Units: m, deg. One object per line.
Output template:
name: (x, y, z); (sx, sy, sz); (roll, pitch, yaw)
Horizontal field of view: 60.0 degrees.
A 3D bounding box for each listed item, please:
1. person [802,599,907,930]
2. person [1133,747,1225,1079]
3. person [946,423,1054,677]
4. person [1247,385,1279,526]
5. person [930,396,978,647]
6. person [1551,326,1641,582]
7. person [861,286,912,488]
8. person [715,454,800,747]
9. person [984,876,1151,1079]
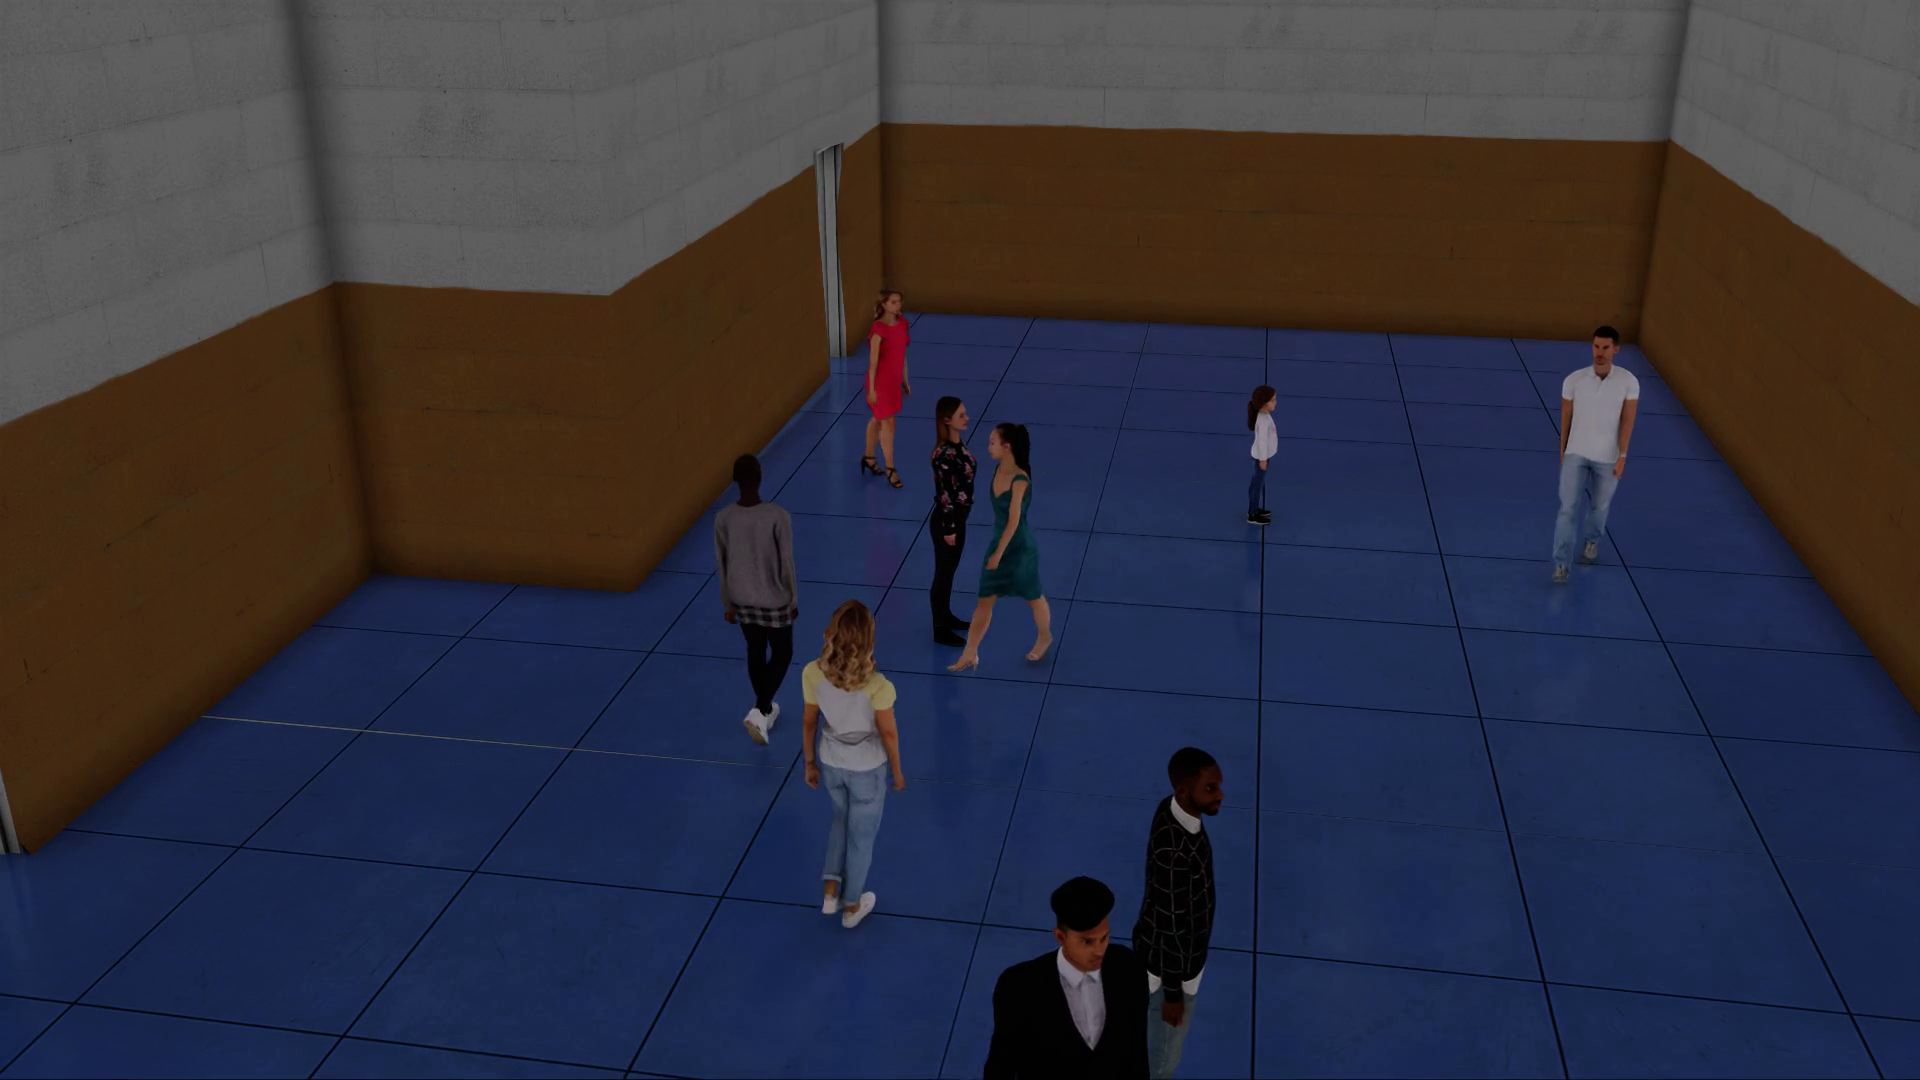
person: (-0.533, 1.117, 7.805); (0.662, 1.714, 0.767); (9, 24, 22)
person: (0.812, 1.611, 6.455); (0.543, 1.820, 0.654); (5, 22, 11)
person: (0.408, 0.082, 10.505); (1.063, 1.637, 0.963); (-13, 25, -29)
person: (2.380, -0.693, 13.140); (0.462, 1.110, 0.443); (5, 22, 11)
person: (-0.071, -0.141, 10.998); (0.505, 1.683, 0.564); (5, 22, 11)
person: (4.609, -0.636, 12.052); (1.168, 1.815, 0.902); (9, 24, 21)
person: (-0.661, -1.306, 13.884); (0.818, 1.693, 0.714); (10, 24, 24)
person: (-1.173, 0.381, 9.600); (0.871, 1.758, 0.680); (4, 22, 10)
person: (0.349, 1.906, 5.705); (1.258, 1.831, 1.179); (-8, 23, -19)
